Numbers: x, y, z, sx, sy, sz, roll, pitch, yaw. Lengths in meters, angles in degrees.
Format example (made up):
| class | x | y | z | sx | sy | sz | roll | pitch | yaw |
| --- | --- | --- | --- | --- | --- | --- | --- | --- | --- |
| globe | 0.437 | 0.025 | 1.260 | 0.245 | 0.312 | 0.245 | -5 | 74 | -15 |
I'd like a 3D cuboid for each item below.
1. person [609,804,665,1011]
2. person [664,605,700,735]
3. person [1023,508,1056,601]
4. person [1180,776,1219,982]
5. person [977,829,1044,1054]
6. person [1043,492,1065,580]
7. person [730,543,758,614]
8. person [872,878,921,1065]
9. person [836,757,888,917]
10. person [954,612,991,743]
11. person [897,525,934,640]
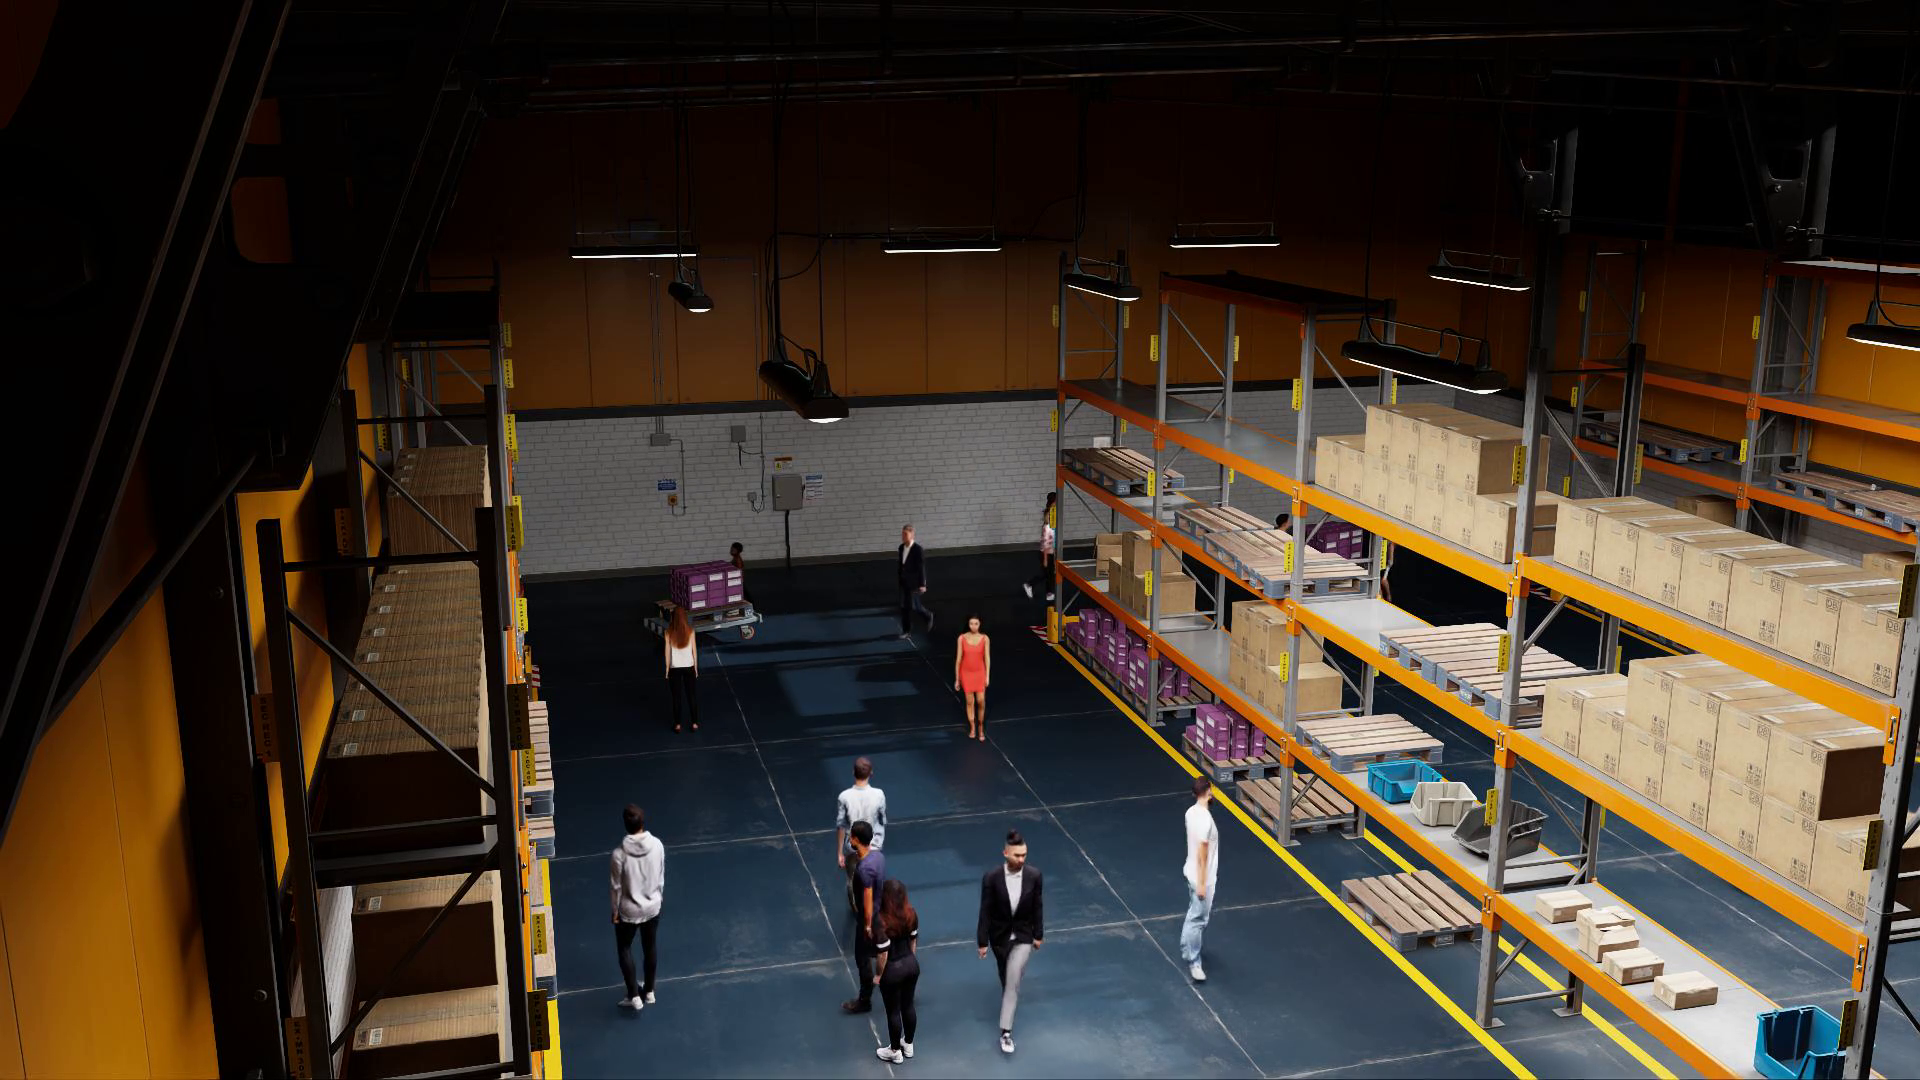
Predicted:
| class | x | y | z | sx | sy | sz | roll | pitch | yaw |
| --- | --- | --- | --- | --- | --- | --- | --- | --- | --- |
| person | -2.826 | 3.277 | 14.801 | 0.810 | 1.922 | 0.831 | -9 | 16 | -32 |
| person | -3.640 | 1.691 | 21.774 | 0.567 | 1.722 | 0.498 | -3 | 14 | -12 |
| person | 1.392 | 0.264 | 27.902 | 0.925 | 1.613 | 0.923 | 3 | 14 | 12 |
| person | 2.224 | 3.151 | 15.513 | 0.967 | 1.832 | 0.589 | 2 | 14 | 9 |
| person | 0.426 | 3.368 | 14.453 | 0.964 | 1.909 | 1.303 | 0 | 14 | 1 |
| person | 1.643 | -0.091 | 29.484 | 0.644 | 1.558 | 0.711 | 9 | 16 | 33 |
| person | -3.552 | 0.656 | 27.121 | 0.648 | 1.218 | 0.860 | -2 | 14 | -9 |
| person | -0.531 | 3.614 | 14.010 | 0.706 | 1.639 | 0.731 | -13 | 18 | -42 |
| person | -0.934 | 3.043 | 16.026 | 0.866 | 1.799 | 1.247 | 0 | 14 | 0 |
| person | 0.166 | 1.742 | 21.601 | 0.694 | 1.704 | 0.724 | 1 | 14 | 5 |
| person | -0.716 | 0.634 | 25.968 | 1.009 | 1.802 | 1.027 | 12 | 18 | 40 |
